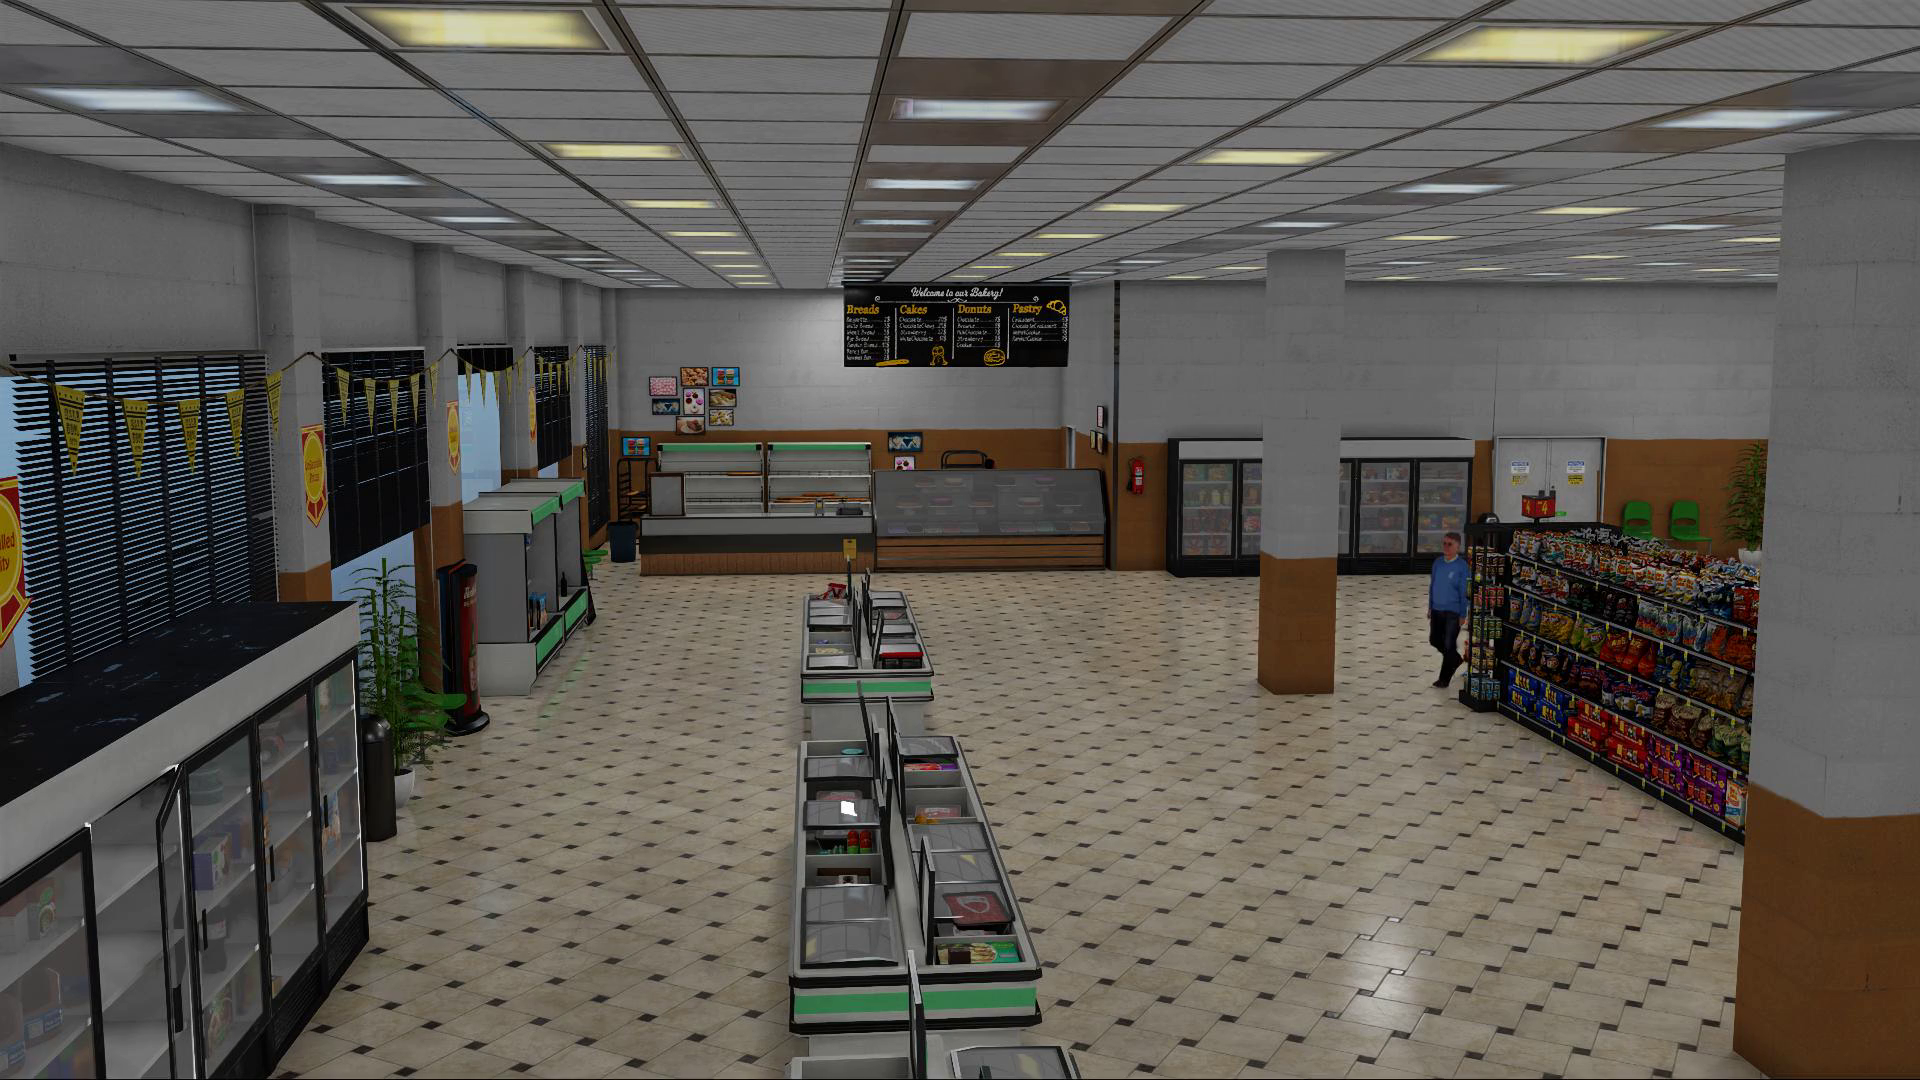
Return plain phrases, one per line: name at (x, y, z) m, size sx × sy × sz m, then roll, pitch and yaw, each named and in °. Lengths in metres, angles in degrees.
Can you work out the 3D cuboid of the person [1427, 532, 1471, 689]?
person at (5.693, 0.793, 19.247) m, size 0.976 × 1.808 × 0.954 m, roll -5°, pitch 9°, yaw -37°
